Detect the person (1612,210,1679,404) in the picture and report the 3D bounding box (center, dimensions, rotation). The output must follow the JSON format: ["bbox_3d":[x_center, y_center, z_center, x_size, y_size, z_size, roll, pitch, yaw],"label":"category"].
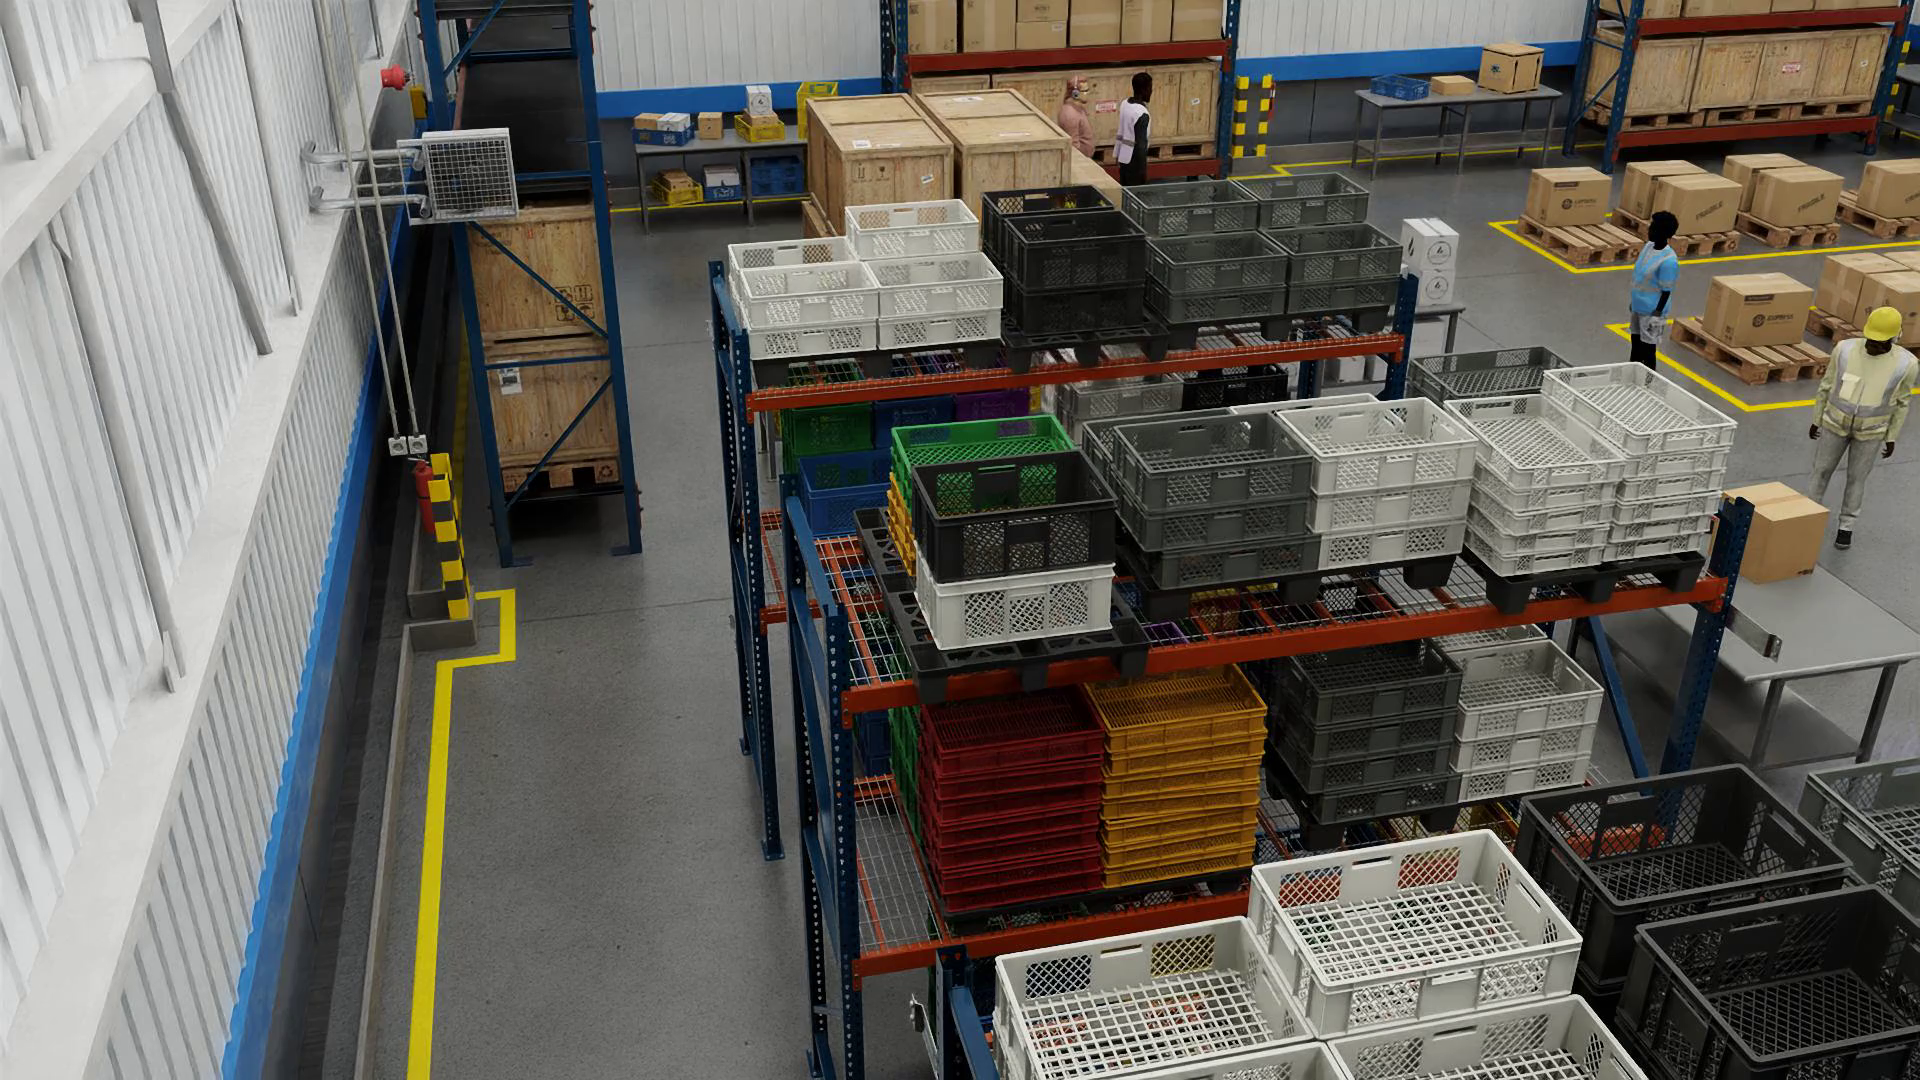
[{"bbox_3d":[5.903,-1.993,14.278,0.319,1.697,0.533,-1,28,-3],"label":"person"}]

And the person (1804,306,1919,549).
[{"bbox_3d":[6.409,-0.815,11.911,0.589,1.822,0.403,18,33,30],"label":"person"}]

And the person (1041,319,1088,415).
[{"bbox_3d":[0.721,-0.836,11.915,0.414,1.856,0.649,11,30,20],"label":"person"}]

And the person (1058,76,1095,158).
[{"bbox_3d":[1.245,-4.030,17.921,0.409,1.909,0.642,0,28,0],"label":"person"}]

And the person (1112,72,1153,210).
[{"bbox_3d":[1.871,-4.110,18.074,0.386,1.912,0.591,-8,29,-14],"label":"person"}]
